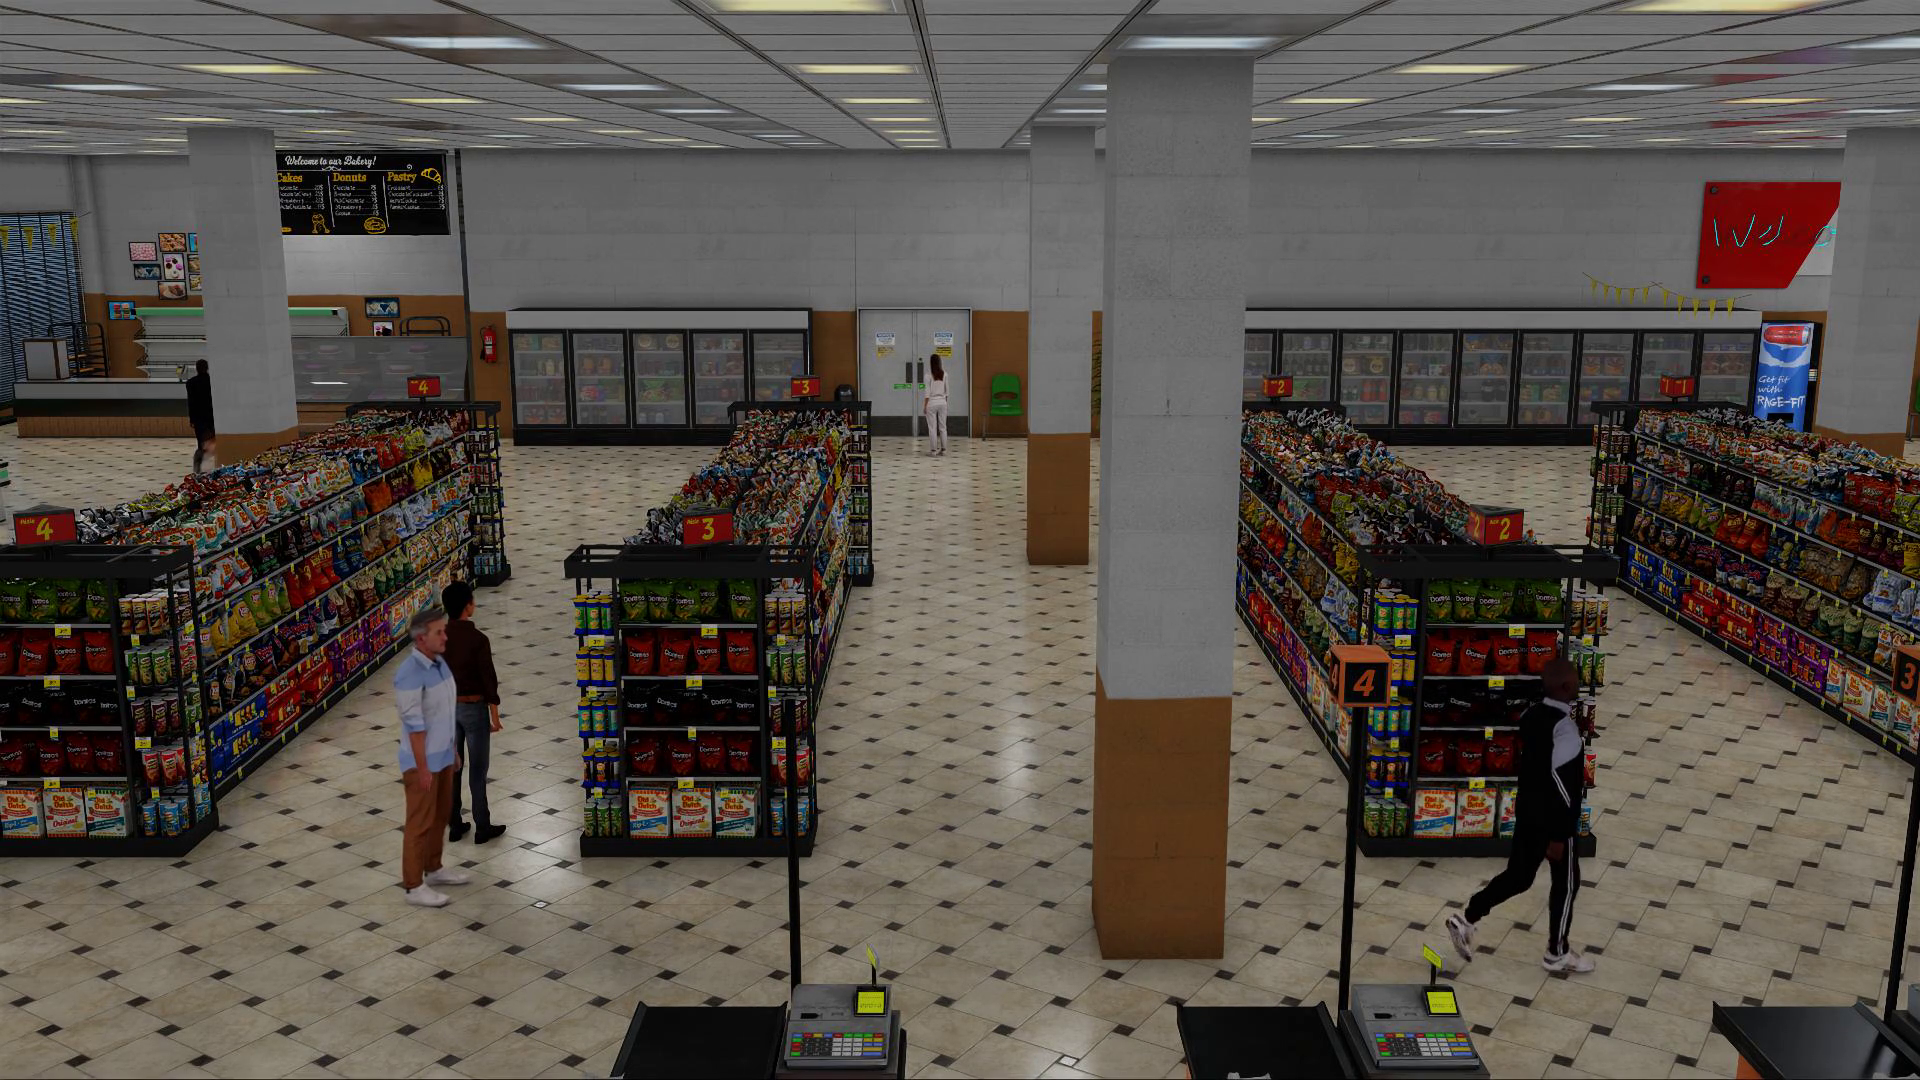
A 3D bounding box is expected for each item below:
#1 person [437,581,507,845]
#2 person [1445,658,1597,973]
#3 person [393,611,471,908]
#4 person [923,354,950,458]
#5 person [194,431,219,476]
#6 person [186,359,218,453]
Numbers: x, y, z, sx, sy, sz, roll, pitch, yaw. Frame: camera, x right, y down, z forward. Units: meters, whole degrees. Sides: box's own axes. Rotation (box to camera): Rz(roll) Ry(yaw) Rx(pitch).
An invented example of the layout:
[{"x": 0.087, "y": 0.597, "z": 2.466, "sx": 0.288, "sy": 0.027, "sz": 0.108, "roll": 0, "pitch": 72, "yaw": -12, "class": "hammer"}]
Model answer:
[{"x": -3.318, "y": 1.148, "z": 11.123, "sx": 0.710, "sy": 1.780, "sz": 0.625, "roll": 4, "pitch": 12, "yaw": 17, "class": "person"}, {"x": 3.144, "y": 1.544, "z": 9.194, "sx": 0.847, "sy": 1.799, "sz": 1.061, "roll": -2, "pitch": 12, "yaw": -9, "class": "person"}, {"x": -3.272, "y": 1.315, "z": 10.225, "sx": 0.757, "sy": 1.823, "sz": 0.529, "roll": 1, "pitch": 12, "yaw": 6, "class": "person"}, {"x": -0.392, "y": -2.213, "z": 27.307, "sx": 0.683, "sy": 1.688, "sz": 0.687, "roll": -7, "pitch": 14, "yaw": -29, "class": "person"}, {"x": -9.133, "y": -0.611, "z": 20.337, "sx": 0.525, "sy": 1.426, "sz": 0.910, "roll": 0, "pitch": 12, "yaw": 0, "class": "person"}, {"x": -11.411, "y": -1.836, "z": 25.200, "sx": 0.784, "sy": 1.819, "sz": 0.832, "roll": -11, "pitch": 16, "yaw": -41, "class": "person"}]
